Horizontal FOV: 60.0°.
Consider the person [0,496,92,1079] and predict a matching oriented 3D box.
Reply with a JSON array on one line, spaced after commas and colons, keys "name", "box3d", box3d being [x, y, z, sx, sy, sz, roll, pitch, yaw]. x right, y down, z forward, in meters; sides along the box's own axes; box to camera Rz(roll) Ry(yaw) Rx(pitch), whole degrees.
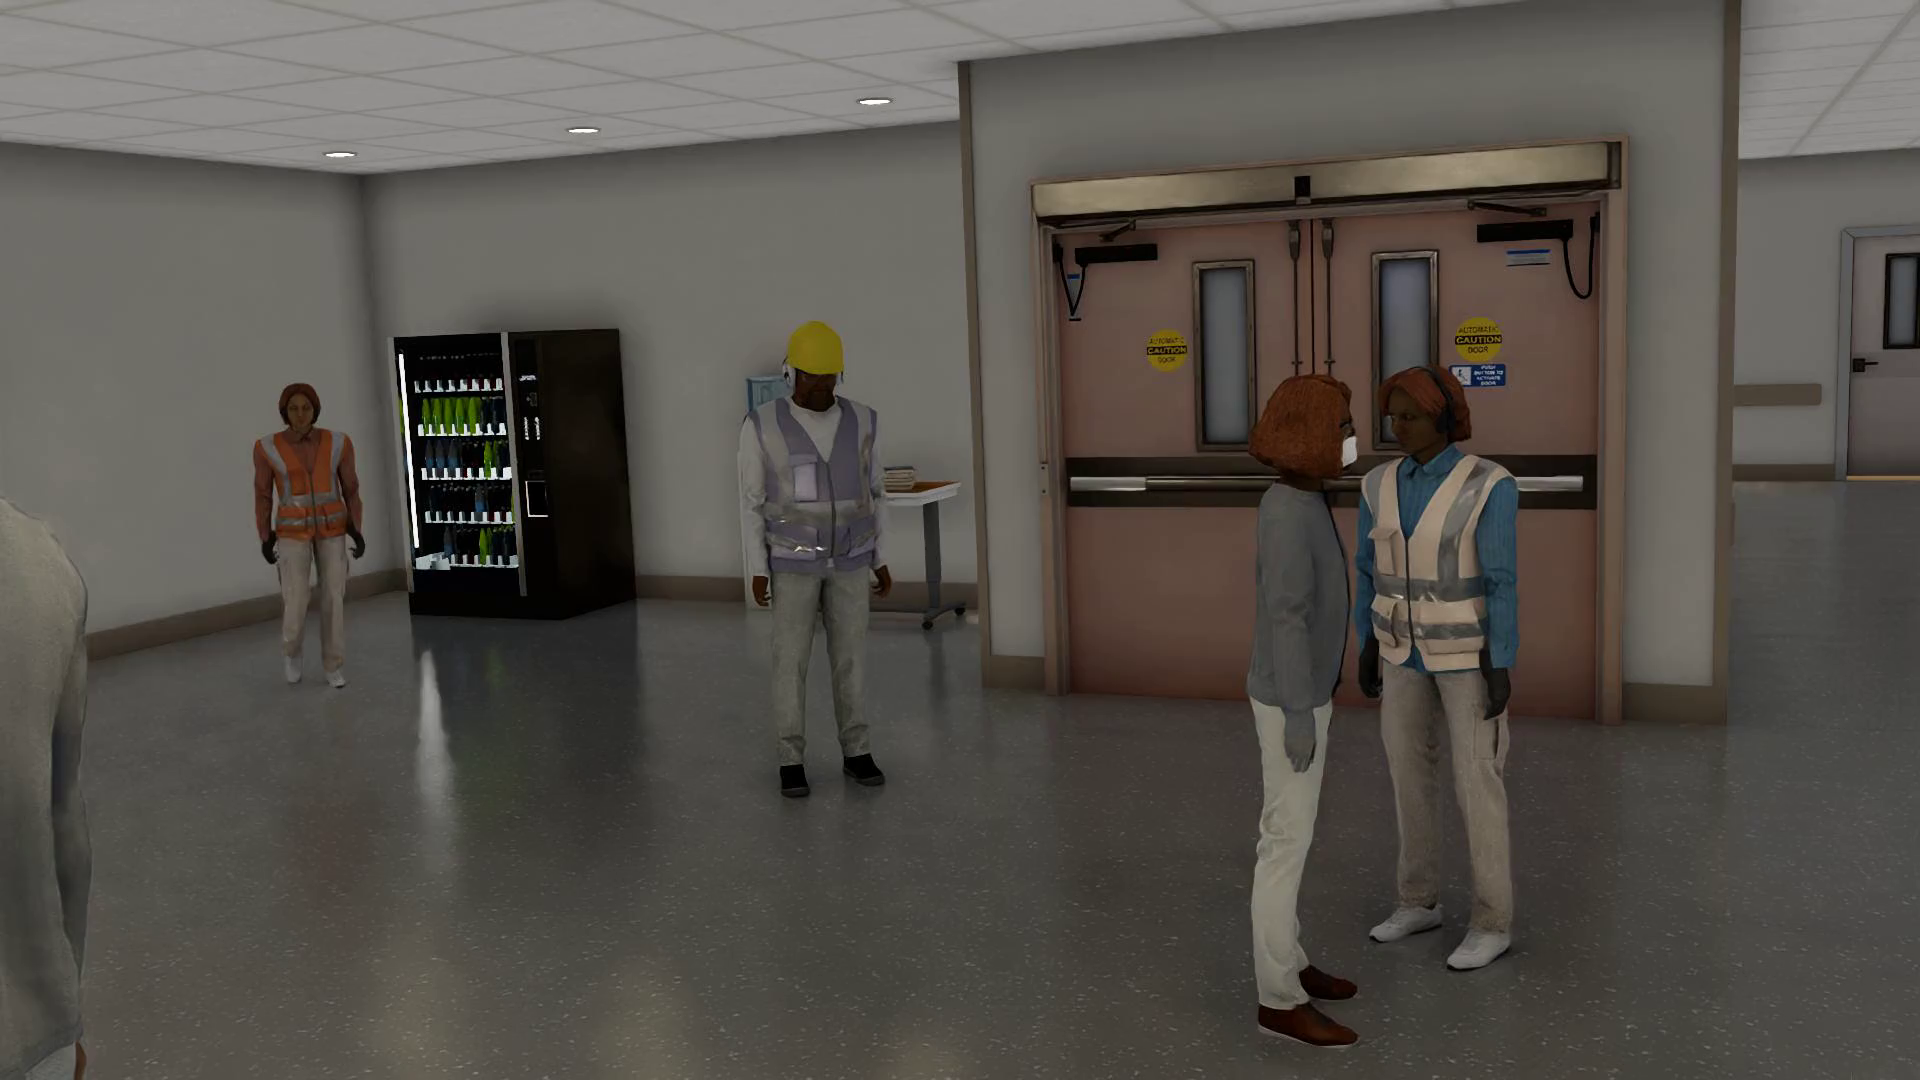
[{"name": "person", "box3d": [-1.195, 0.631, 1.880, 0.357, 1.938, 0.638, -2, 7, 3]}]

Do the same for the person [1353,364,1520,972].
[{"name": "person", "box3d": [1.309, 0.335, 4.572, 0.316, 1.631, 0.524, -8, 9, -37]}]

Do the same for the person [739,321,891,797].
[{"name": "person", "box3d": [-0.540, 0.069, 6.448, 0.586, 1.824, 0.403, -5, 8, -22]}]

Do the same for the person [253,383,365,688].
[{"name": "person", "box3d": [-3.394, -0.011, 8.722, 0.515, 1.625, 0.362, -7, 9, -31]}]

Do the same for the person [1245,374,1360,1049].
[{"name": "person", "box3d": [0.856, 0.407, 4.135, 0.279, 1.632, 0.502, 0, 8, 17]}]
